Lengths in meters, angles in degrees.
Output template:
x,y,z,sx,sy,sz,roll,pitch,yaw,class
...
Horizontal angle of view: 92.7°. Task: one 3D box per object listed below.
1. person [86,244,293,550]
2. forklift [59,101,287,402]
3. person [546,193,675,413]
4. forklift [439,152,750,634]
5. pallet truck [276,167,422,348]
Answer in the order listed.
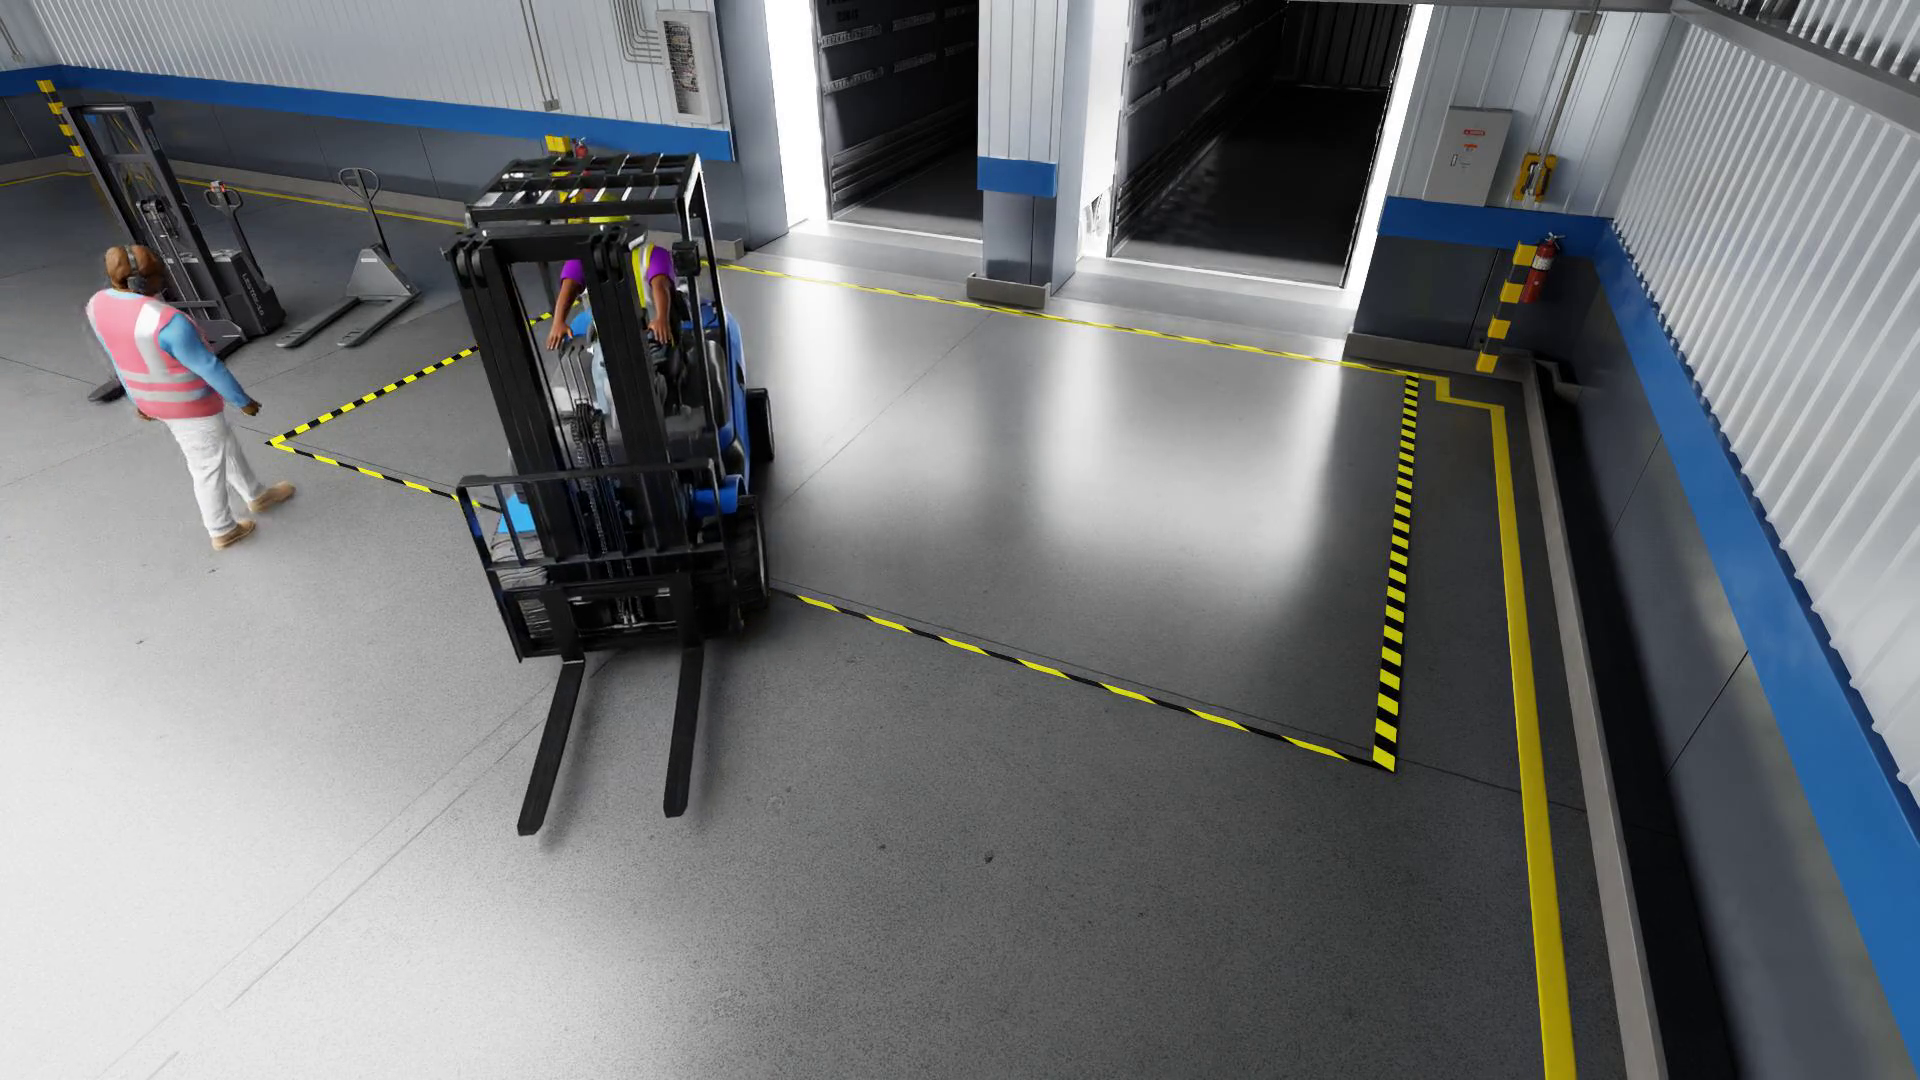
x,y,z,sx,sy,sz,roll,pitch,yaw,class
-4.432,-0.833,5.369,0.642,1.818,0.654,12,37,17,person
-6.686,-2.387,7.434,0.823,1.965,1.885,-3,35,-5,forklift
-1.865,-1.123,4.989,0.635,1.294,1.004,-5,35,-7,person
-1.867,-1.004,5.146,1.157,2.036,2.680,-5,35,-7,forklift
-5.732,-2.611,8.414,0.680,1.201,1.601,-1,35,-1,pallet truck
